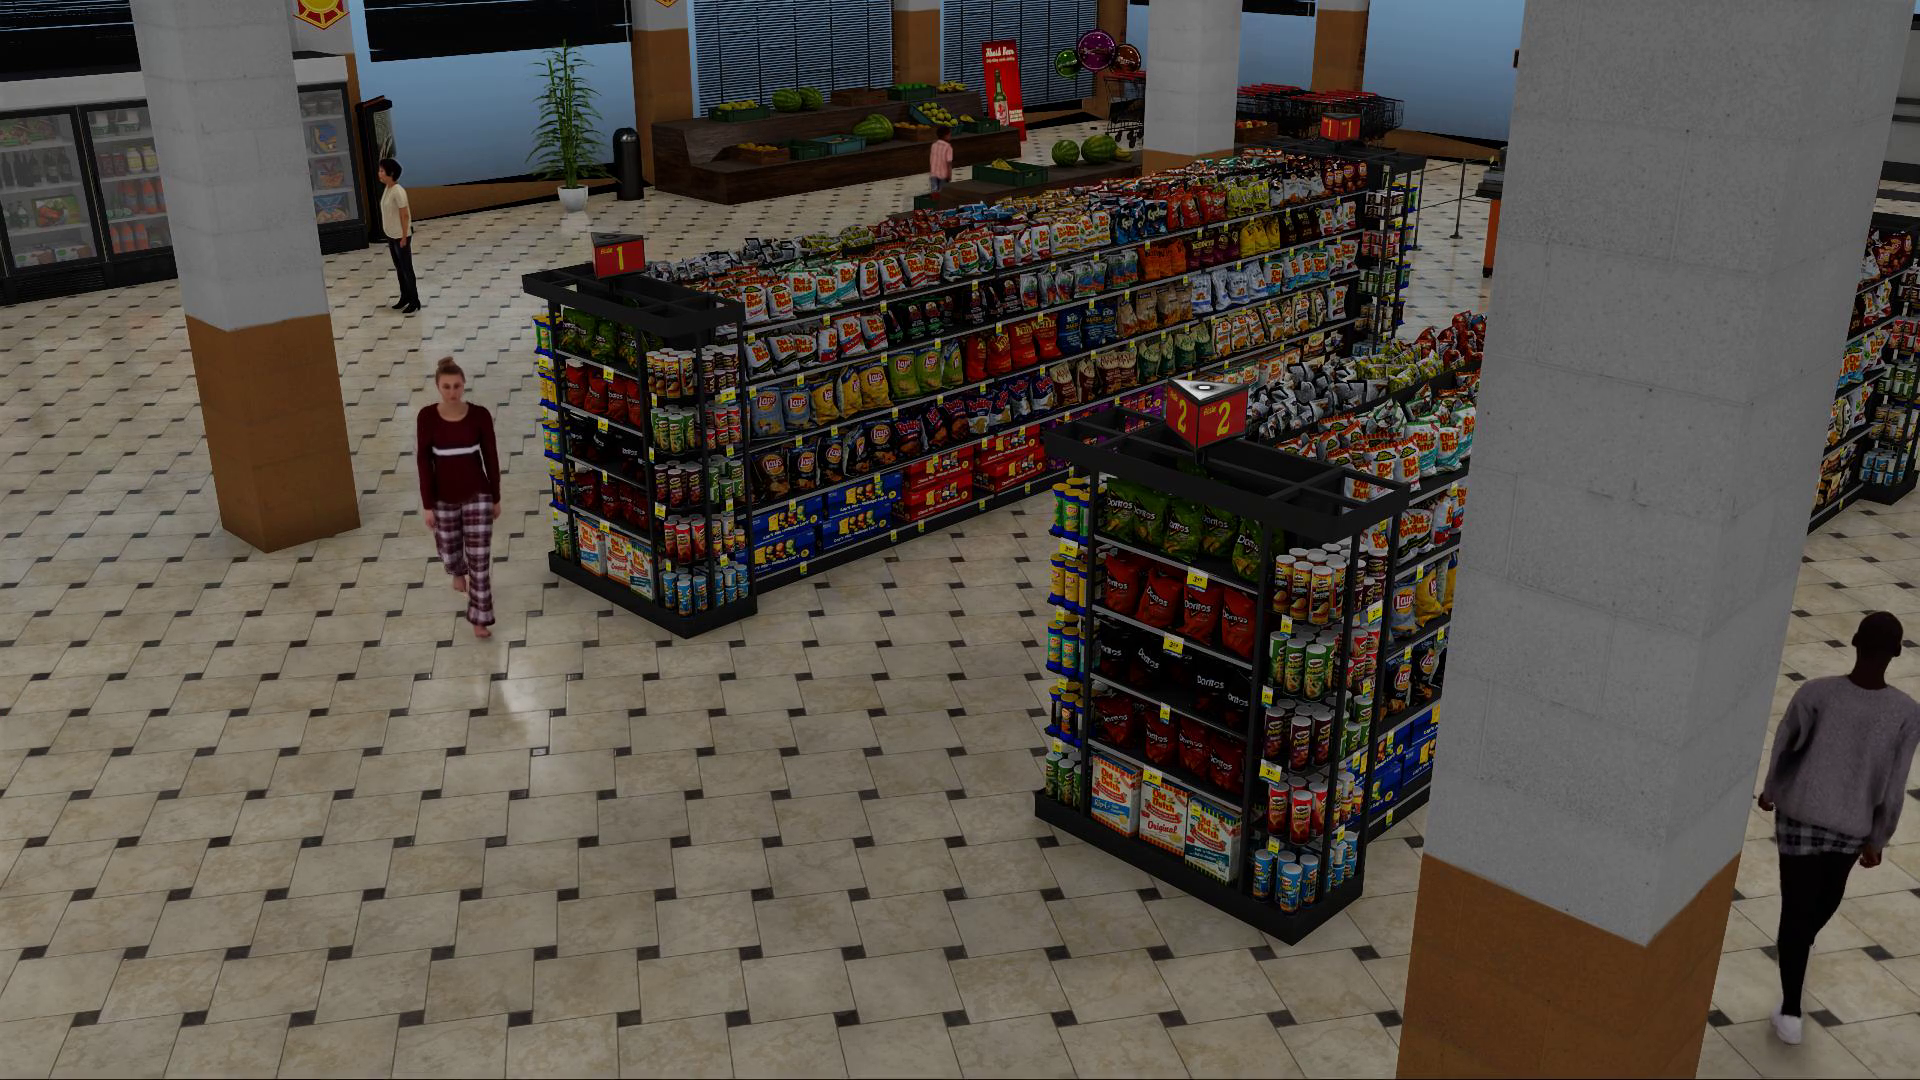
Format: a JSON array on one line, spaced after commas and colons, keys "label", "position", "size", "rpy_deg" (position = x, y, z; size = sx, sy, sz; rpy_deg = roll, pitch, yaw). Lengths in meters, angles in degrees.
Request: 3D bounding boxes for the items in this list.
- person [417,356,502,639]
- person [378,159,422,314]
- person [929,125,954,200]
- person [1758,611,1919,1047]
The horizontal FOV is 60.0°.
[{"label": "person", "position": [-3.012, -0.272, 10.024], "size": [0.976, 1.680, 0.942], "rpy_deg": [-6, 23, -15]}, {"label": "person", "position": [-5.872, -3.182, 17.389], "size": [0.507, 1.587, 0.616], "rpy_deg": [-17, 27, -35]}, {"label": "person", "position": [-0.296, -4.748, 21.683], "size": [0.633, 1.292, 0.846], "rpy_deg": [12, 25, 28]}, {"label": "person", "position": [3.359, 1.135, 6.452], "size": [0.933, 1.733, 1.226], "rpy_deg": [9, 24, 21]}]
